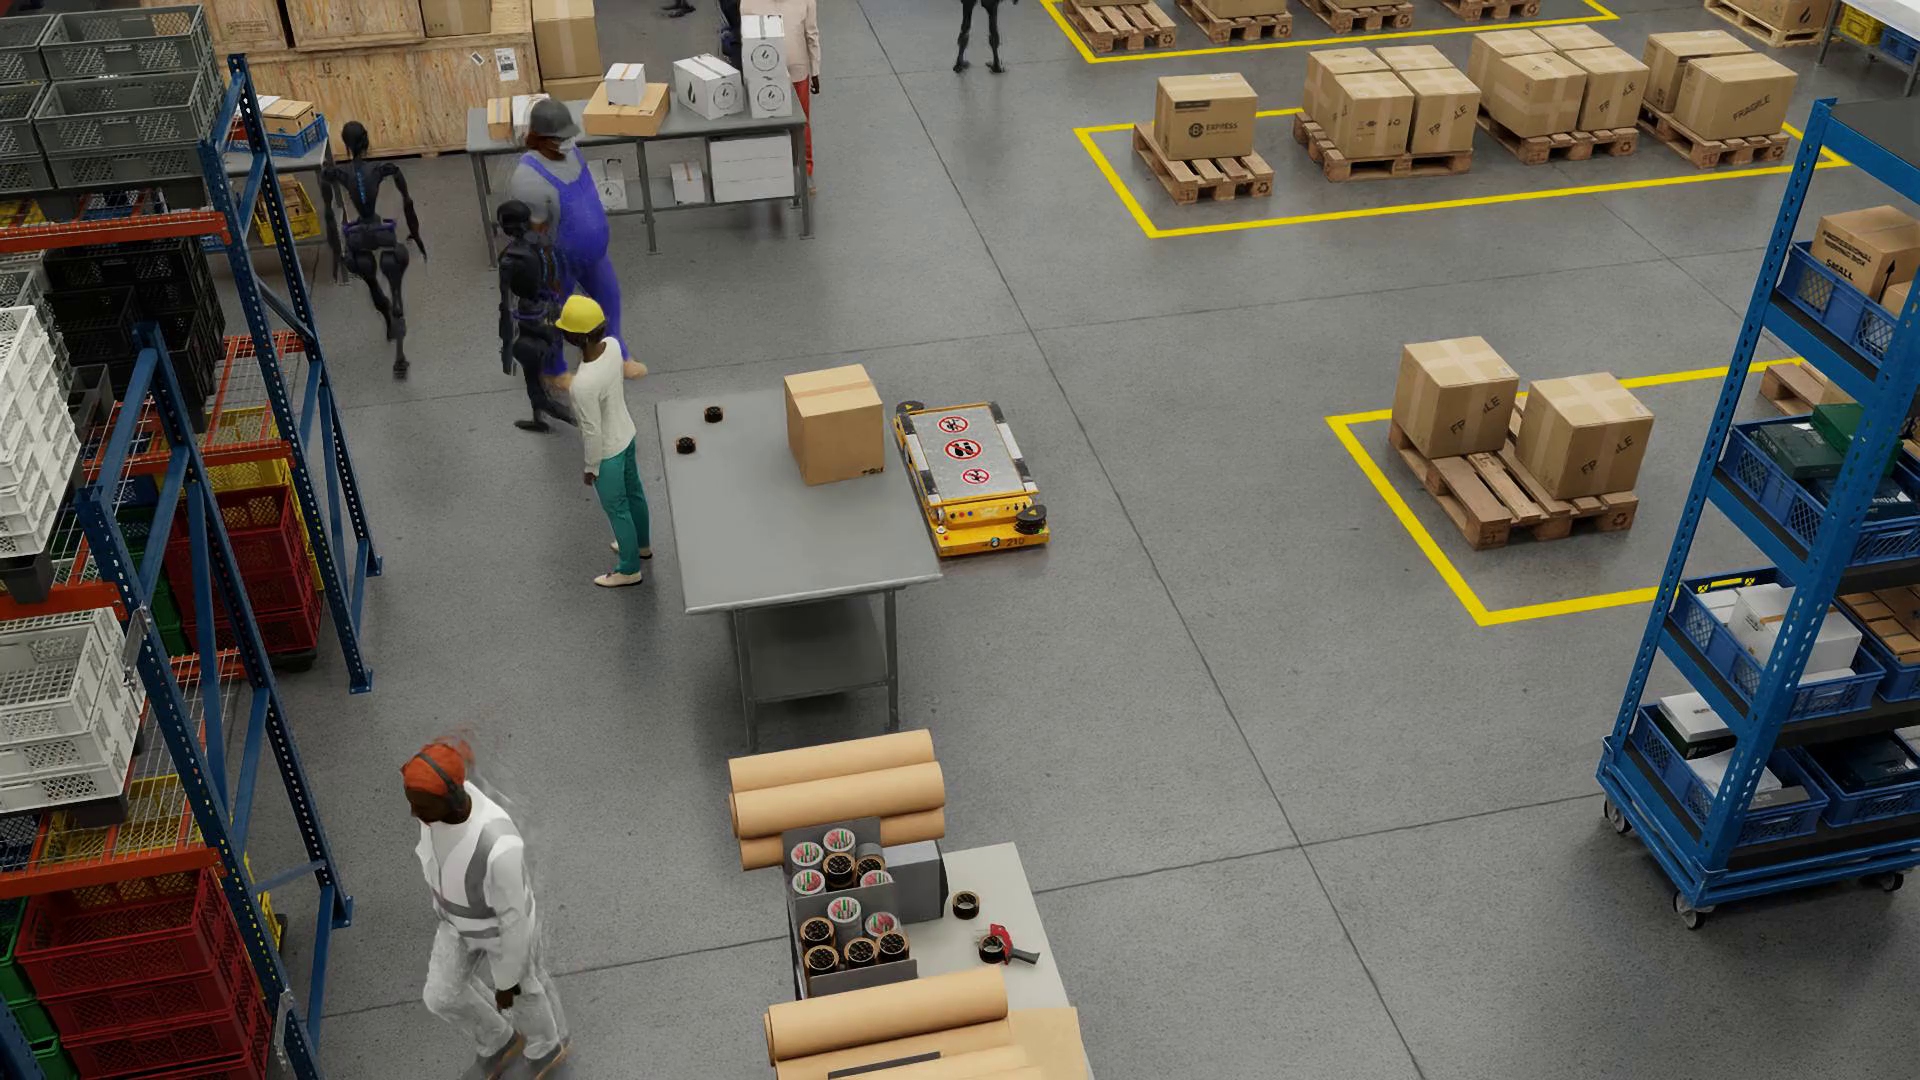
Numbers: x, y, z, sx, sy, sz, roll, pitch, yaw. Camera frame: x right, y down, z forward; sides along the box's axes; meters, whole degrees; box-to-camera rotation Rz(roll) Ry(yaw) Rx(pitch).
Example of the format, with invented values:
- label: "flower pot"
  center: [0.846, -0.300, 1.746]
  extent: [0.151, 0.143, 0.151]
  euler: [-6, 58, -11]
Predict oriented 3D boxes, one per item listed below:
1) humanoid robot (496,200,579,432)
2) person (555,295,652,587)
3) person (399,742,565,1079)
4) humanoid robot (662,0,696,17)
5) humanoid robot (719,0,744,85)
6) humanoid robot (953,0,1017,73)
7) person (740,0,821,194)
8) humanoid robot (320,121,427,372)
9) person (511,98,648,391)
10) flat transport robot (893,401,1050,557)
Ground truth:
- label: "humanoid robot"
  center: [-2.566, -1.295, 10.131]
  extent: [0.616, 1.629, 0.566]
  euler: [6, 37, 8]
- label: "person"
  center: [-1.928, -0.525, 9.004]
  extent: [0.324, 1.768, 0.524]
  euler: [6, 37, 8]
- label: "person"
  center: [-1.821, 1.476, 6.227]
  extent: [0.601, 1.865, 0.565]
  euler: [26, 44, 30]
- label: "humanoid robot"
  center: [-2.903, -6.081, 16.556]
  extent: [0.383, 1.637, 0.601]
  euler: [-12, 38, -15]
- label: "humanoid robot"
  center: [-1.831, -4.060, 13.828]
  extent: [0.359, 1.650, 0.618]
  euler: [-4, 37, -5]
- label: "humanoid robot"
  center: [0.190, -5.112, 15.248]
  extent: [0.661, 1.635, 0.370]
  euler: [14, 39, 18]
- label: "person"
  center: [-1.392, -3.652, 13.029]
  extent: [0.614, 1.986, 0.405]
  euler: [-6, 37, -8]
- label: "humanoid robot"
  center: [-3.880, -1.945, 11.035]
  extent: [0.580, 1.624, 0.791]
  euler: [-6, 37, -8]
- label: "person"
  center: [-2.436, -1.850, 10.557]
  extent: [0.810, 2.000, 0.701]
  euler: [11, 38, 15]
- label: "flat transport robot"
  center: [0.046, -0.430, 10.108]
  extent: [0.652, 0.197, 1.431]
  euler: [-8, 37, -10]
